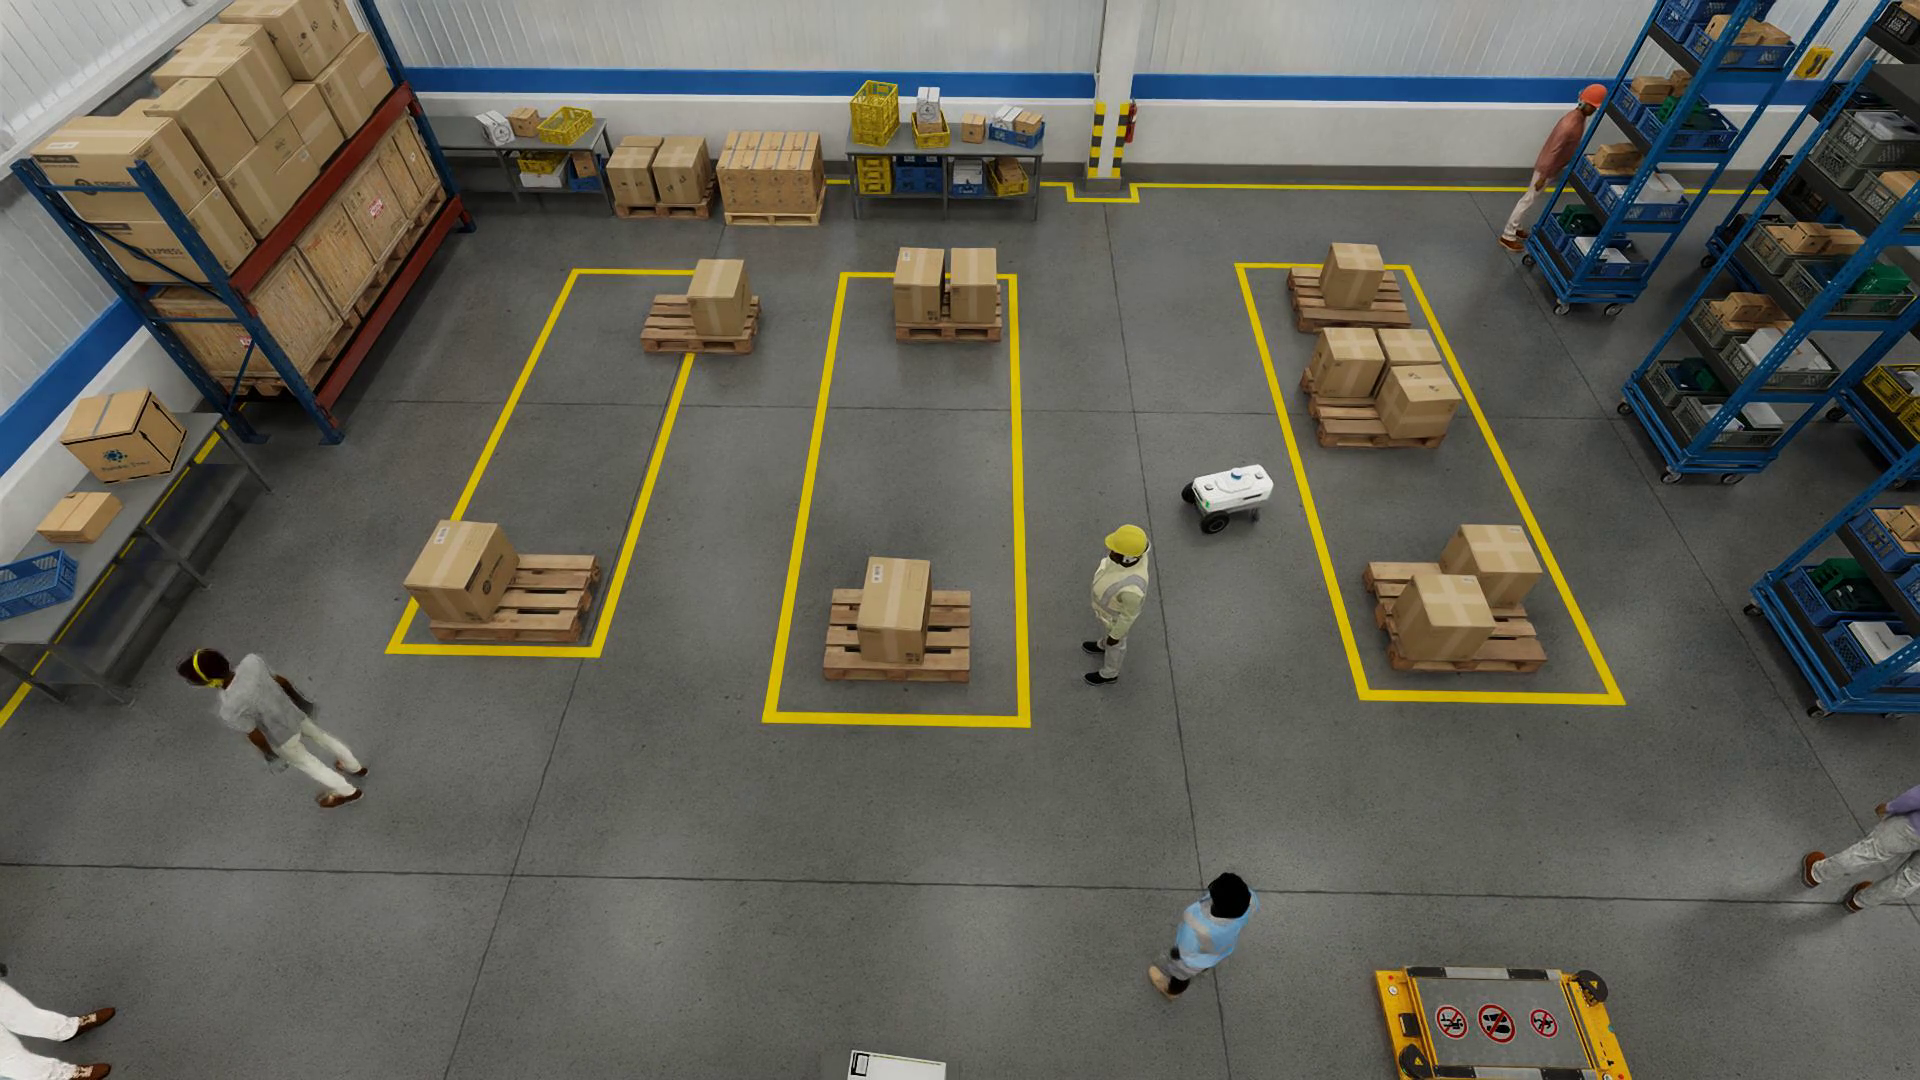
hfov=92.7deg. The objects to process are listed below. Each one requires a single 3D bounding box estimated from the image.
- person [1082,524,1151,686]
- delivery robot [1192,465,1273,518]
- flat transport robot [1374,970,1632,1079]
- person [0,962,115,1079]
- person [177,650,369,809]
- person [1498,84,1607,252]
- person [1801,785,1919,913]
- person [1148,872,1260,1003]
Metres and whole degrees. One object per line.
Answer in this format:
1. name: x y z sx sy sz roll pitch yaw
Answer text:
1. person: 1.193 0.503 7.056 0.403 1.834 0.588 4 51 3
2. delivery robot: 2.555 -0.480 8.619 0.707 0.478 0.477 -13 52 -10
3. flat transport robot: 3.501 3.133 5.914 1.431 0.197 0.652 1 51 1
4. person: -5.662 2.689 5.228 0.399 1.909 0.642 -19 53 -15
5. person: -4.721 1.303 6.393 0.333 1.855 0.566 -5 51 -4
6. person: 7.109 -4.467 11.008 0.391 1.991 0.613 34 58 25
7. person: 6.281 1.883 5.865 0.370 1.939 0.631 -38 60 -26
8. person: 1.482 2.422 5.580 0.540 1.695 0.317 -26 55 -19
